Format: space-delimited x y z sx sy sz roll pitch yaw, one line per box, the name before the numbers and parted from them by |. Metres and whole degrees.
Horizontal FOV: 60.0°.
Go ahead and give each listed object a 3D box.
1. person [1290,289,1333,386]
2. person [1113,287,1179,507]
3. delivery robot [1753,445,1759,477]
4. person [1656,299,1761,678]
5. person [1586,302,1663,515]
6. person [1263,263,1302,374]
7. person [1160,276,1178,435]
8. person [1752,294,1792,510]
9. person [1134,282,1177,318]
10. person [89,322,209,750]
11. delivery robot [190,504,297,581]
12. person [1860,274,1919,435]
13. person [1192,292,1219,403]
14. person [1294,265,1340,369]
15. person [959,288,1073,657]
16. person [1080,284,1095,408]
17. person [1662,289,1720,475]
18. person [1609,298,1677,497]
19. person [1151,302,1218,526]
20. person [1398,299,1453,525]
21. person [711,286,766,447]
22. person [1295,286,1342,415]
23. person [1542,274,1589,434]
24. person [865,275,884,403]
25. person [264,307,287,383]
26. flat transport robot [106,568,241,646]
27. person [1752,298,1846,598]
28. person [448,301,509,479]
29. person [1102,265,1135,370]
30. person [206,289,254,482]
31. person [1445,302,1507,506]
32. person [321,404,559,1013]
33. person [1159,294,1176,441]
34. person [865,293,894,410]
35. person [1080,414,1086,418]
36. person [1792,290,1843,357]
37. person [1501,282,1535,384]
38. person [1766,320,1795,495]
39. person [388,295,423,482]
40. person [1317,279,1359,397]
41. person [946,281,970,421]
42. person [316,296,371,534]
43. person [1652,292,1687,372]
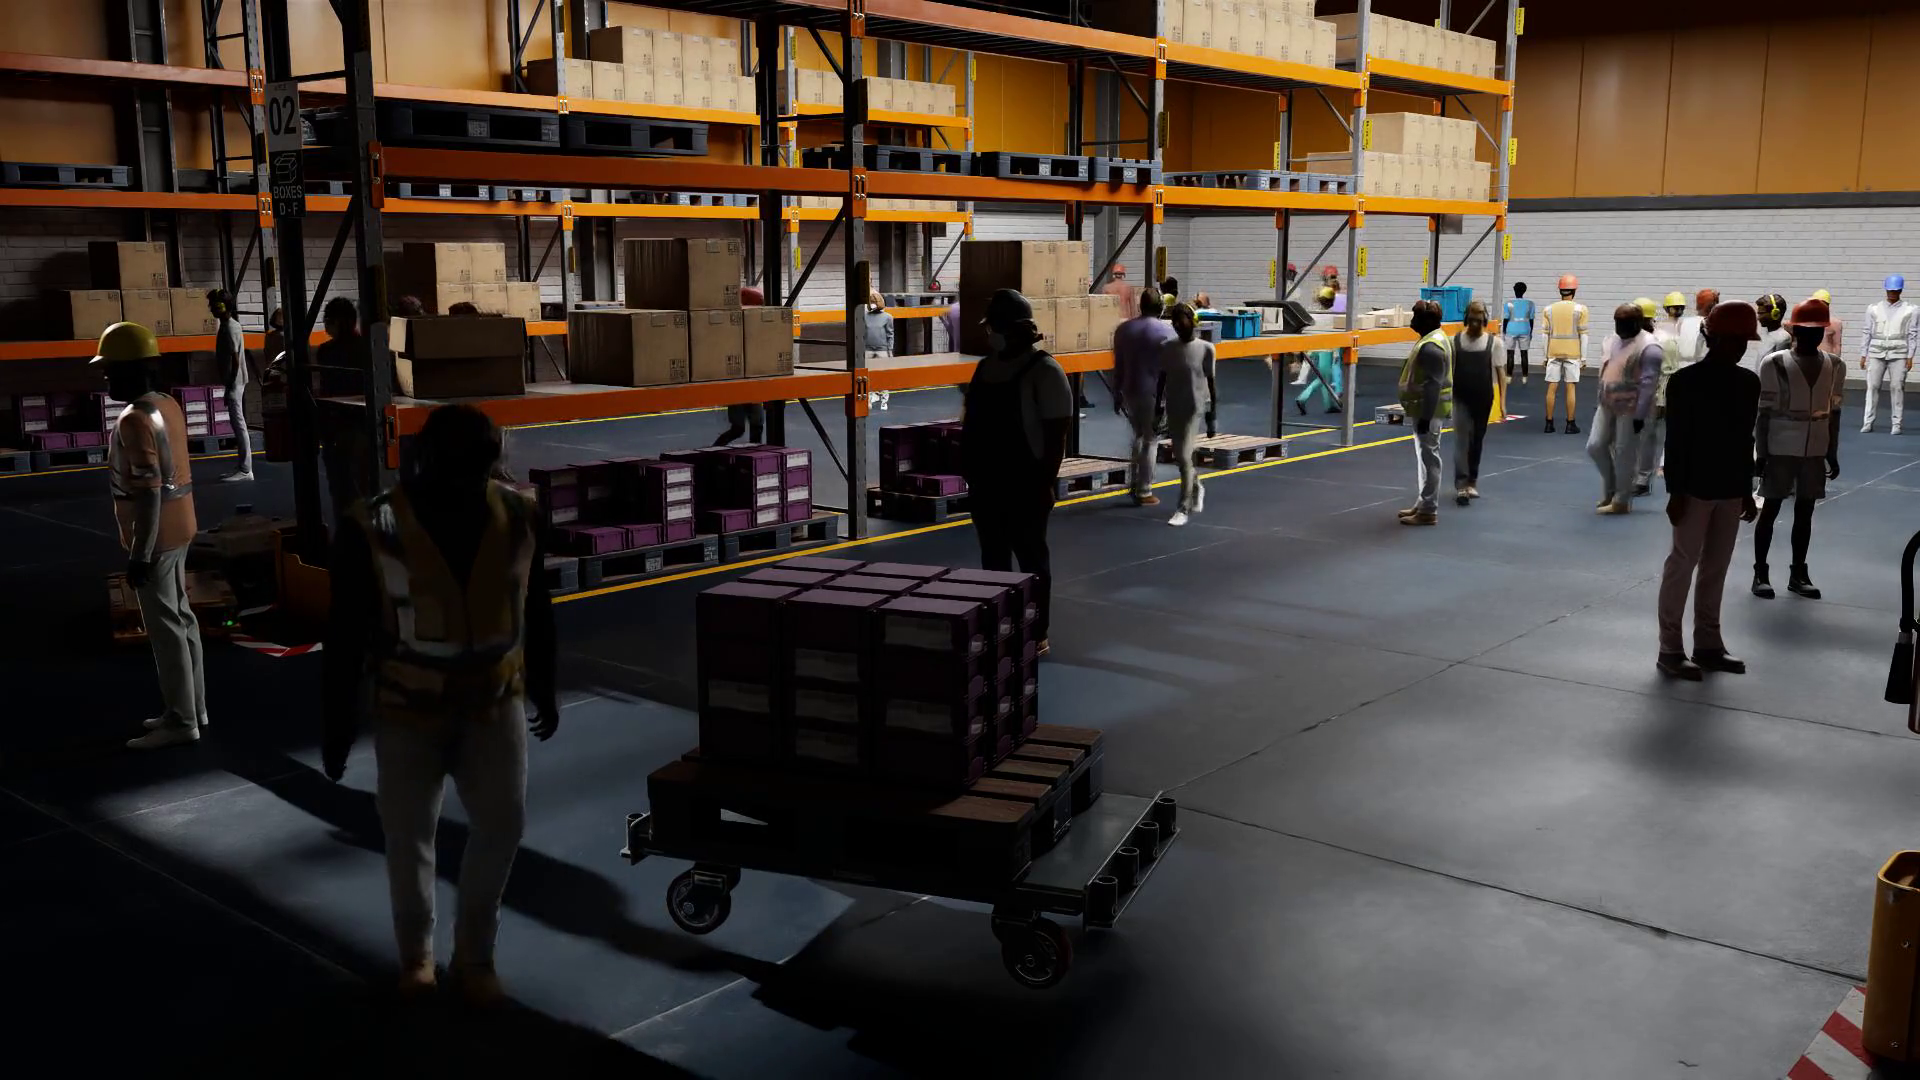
person | 5.918 -3.322 27.279 0.844 1.599 0.528 1 10 3
person | 1.672 -1.247 14.545 0.650 1.917 0.524 8 13 40
delivery robot | 7.597 -0.776 15.488 0.477 0.478 0.707 0 10 -1
person | 3.978 -0.271 8.796 0.608 1.989 0.386 -4 11 -24
person | 5.574 -1.094 13.999 0.445 1.810 0.699 -4 11 -20
person | 5.786 -3.945 29.690 0.832 1.998 0.669 -5 11 -27
person | 2.448 -2.223 20.115 0.374 1.916 0.596 1 10 4
person | 6.966 -1.185 14.360 0.329 1.865 0.516 3 10 15
person | 2.791 -2.887 23.939 0.640 1.905 0.410 4 11 23
person | -3.667 -0.016 7.522 0.381 1.924 0.593 -2 10 -12
delivery robot | -4.739 0.005 11.039 0.477 0.478 0.707 4 11 22
person | 11.269 -2.250 20.208 0.607 1.938 0.408 8 13 38
person | 3.570 -2.821 24.379 0.552 1.610 0.616 -5 11 -24
person | 6.554 -4.026 30.291 0.964 1.958 0.626 4 11 21
person | 0.247 -0.360 9.159 0.539 2.000 0.689 -9 14 -43
person | 1.678 -2.833 23.561 0.376 1.928 0.542 -7 12 -36
person | 7.414 -1.556 16.510 0.931 1.841 0.611 -3 10 -16
person | 6.128 -1.278 15.040 0.527 1.807 0.622 -8 13 -39
person | 1.900 -1.065 13.813 0.496 1.828 0.897 6 12 31
person | 3.797 -1.040 13.595 0.430 1.845 0.624 3 10 15
person | -2.077 -1.396 15.432 0.732 1.907 0.560 -8 13 -38
person | 4.888 -2.564 22.538 0.801 1.737 0.528 -4 11 -24
person | 7.357 -2.257 20.238 0.545 1.942 0.350 7 12 34
person | -1.399 -2.961 24.352 0.641 1.908 0.407 10 14 44
person | -7.283 -1.689 17.918 0.498 1.624 0.286 6 11 30
flat transport robot | -4.751 0.376 10.002 0.652 0.197 1.431 -5 11 -28
person | 5.412 -0.586 10.736 0.542 1.938 0.358 0 10 2
person | -3.583 -0.806 12.186 0.591 1.861 0.656 7 12 36
person | 2.890 -4.052 30.444 0.649 1.942 1.004 1 10 4
person | -7.062 -1.489 16.093 0.326 1.865 0.518 -4 11 -22
person | 4.547 -1.209 14.719 0.543 1.787 0.998 3 10 15
person | -1.516 0.505 4.899 0.726 1.801 0.615 -6 12 -32
person | 2.357 -1.946 19.062 0.491 1.739 0.315 8 13 40
person | -1.168 -2.625 23.209 0.500 1.634 0.286 3 10 16
person | 1.513 -2.466 22.125 0.315 1.696 0.541 -2 10 -10
person | 10.089 -2.059 19.615 0.522 1.769 0.312 4 11 24
person | 9.263 -3.430 27.618 0.540 1.695 0.317 0 10 3
person | 7.523 -1.207 15.196 0.408 1.606 0.540 5 11 29
person | -4.357 -1.014 13.313 0.654 1.887 0.462 1 10 6
person | 5.766 -3.082 25.369 0.655 1.783 0.871 2 10 10
person | 0.078 -1.947 18.228 0.633 2.028 0.623 -10 14 -43
person | -4.258 -0.778 11.876 0.633 1.923 0.747 5 11 28
person | 7.927 -1.880 18.585 0.533 1.771 0.301 1 10 8
